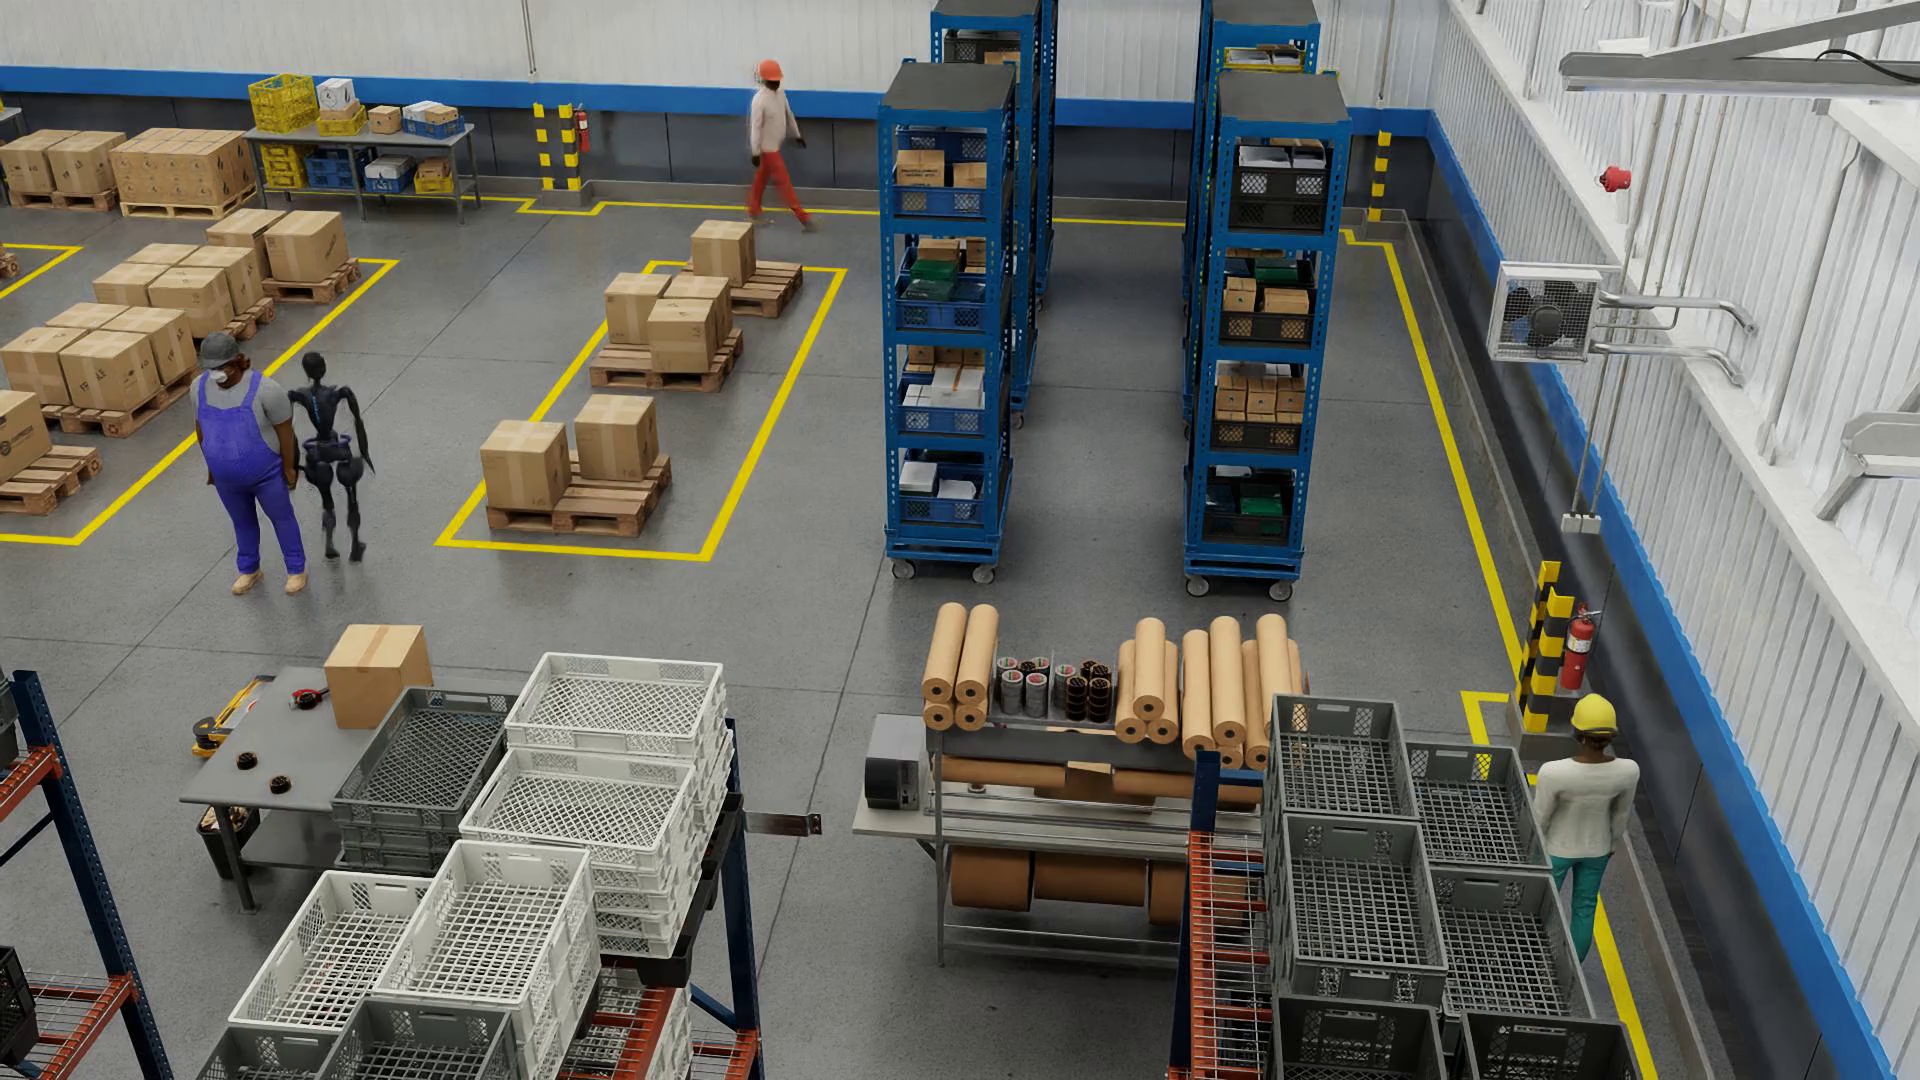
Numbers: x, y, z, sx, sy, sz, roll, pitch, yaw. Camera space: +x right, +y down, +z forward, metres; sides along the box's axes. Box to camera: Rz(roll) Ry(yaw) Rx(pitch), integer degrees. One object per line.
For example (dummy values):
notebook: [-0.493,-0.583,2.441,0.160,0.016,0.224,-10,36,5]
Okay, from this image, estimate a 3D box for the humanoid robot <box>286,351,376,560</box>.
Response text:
humanoid robot: [-4.680,-0.619,12.342,0.585,1.629,0.472,-4,30,-7]

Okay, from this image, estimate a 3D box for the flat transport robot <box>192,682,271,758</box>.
flat transport robot: [-4.089,1.163,10.648,1.431,0.197,0.652,3,30,6]

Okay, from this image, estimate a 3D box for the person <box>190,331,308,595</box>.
person: [-5.072,-0.528,11.821,0.676,2.000,0.537,2,30,4]

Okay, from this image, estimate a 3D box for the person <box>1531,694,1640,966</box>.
person: [3.125,1.552,8.526,0.523,1.760,0.323,-2,30,-3]

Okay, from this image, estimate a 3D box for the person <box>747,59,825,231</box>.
person: [-2.003,-4.410,18.583,1.023,1.939,0.664,8,31,13]
